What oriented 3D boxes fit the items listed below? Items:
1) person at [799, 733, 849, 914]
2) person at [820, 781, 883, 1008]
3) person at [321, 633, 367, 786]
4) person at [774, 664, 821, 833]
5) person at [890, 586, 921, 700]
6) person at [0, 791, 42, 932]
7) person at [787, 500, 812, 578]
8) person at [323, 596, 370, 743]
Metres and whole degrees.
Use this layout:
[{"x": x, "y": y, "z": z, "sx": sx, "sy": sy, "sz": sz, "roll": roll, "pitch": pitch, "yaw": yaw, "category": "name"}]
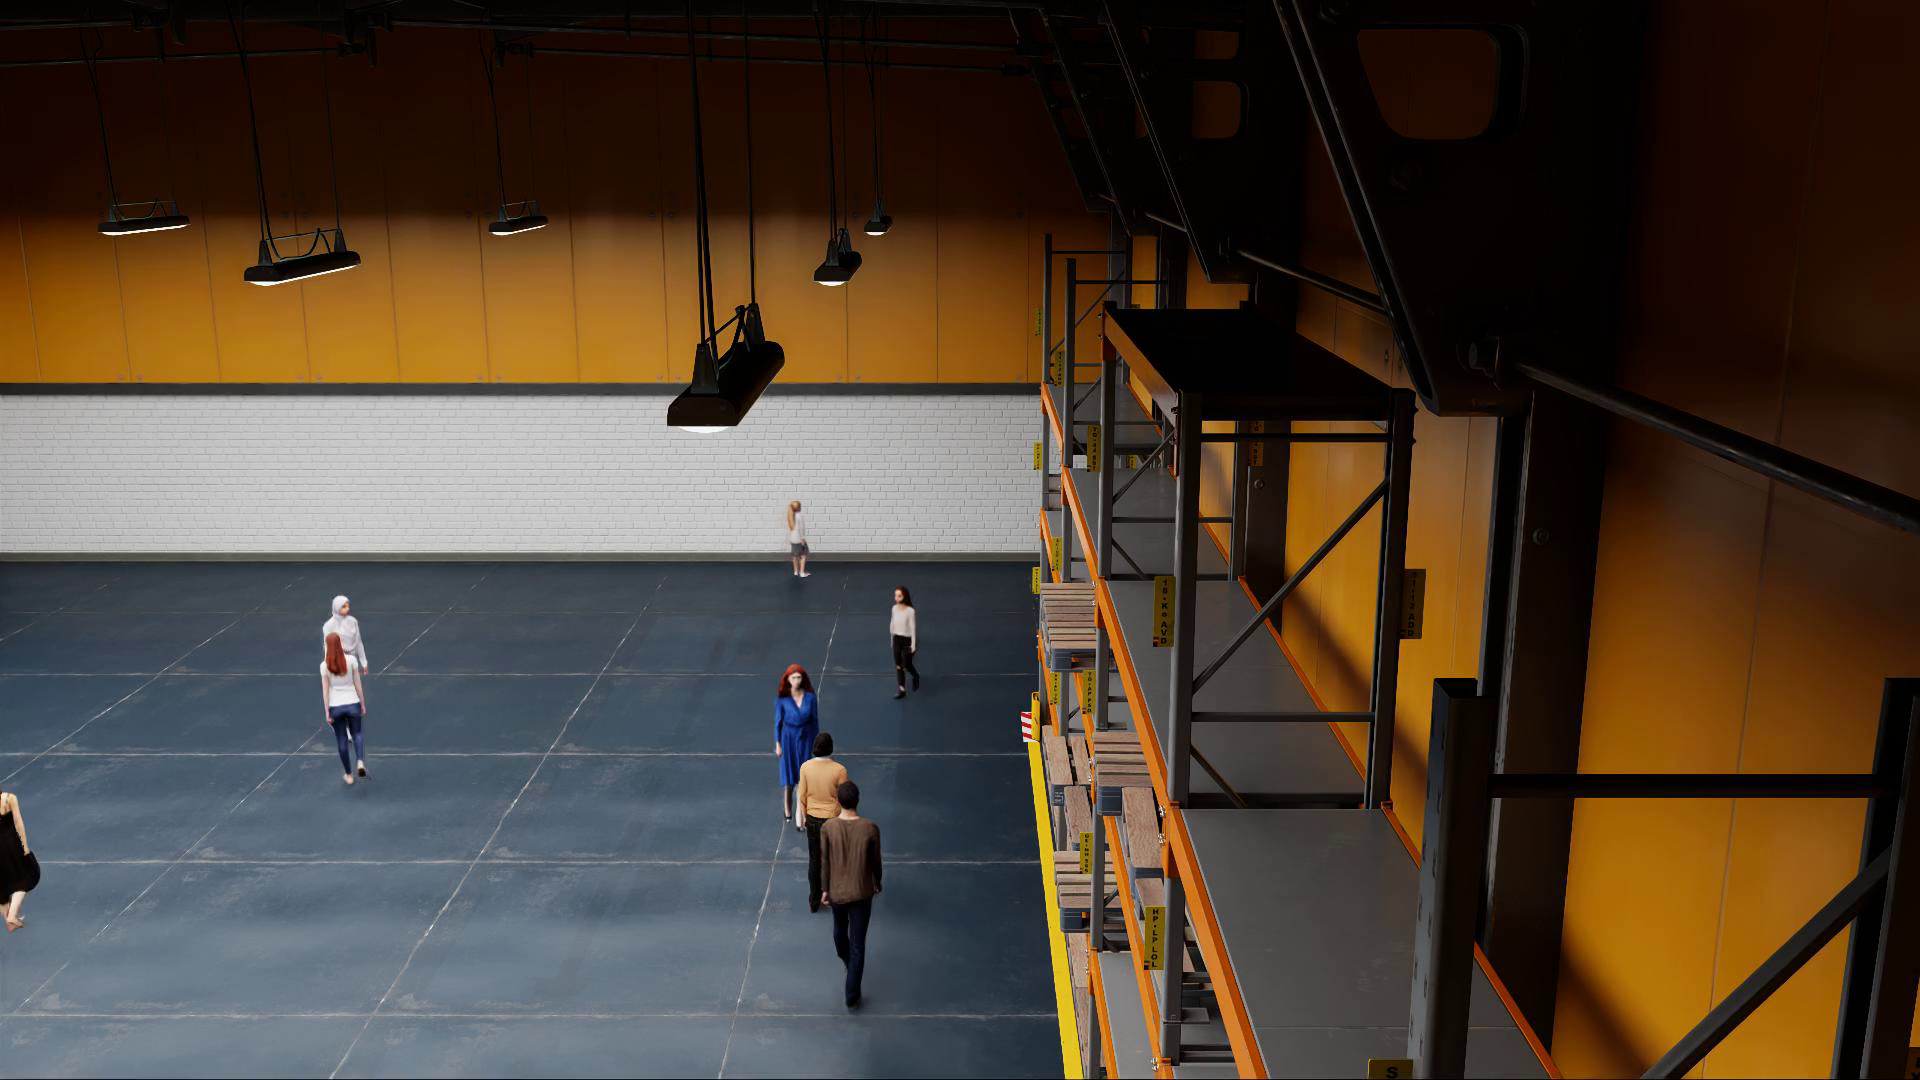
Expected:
[{"x": -1.240, "y": 2.621, "z": 15.432, "sx": 0.730, "sy": 1.754, "sz": 0.701, "roll": 5, "pitch": 14, "yaw": 18, "category": "person"}, {"x": -0.917, "y": 2.970, "z": 13.826, "sx": 0.731, "sy": 1.832, "sz": 1.153, "roll": 1, "pitch": 14, "yaw": 5, "category": "person"}, {"x": -6.821, "y": 1.913, "z": 18.468, "sx": 0.784, "sy": 1.702, "sz": 0.888, "roll": -8, "pitch": 16, "yaw": -29, "category": "person"}, {"x": -1.700, "y": 2.136, "z": 17.300, "sx": 0.722, "sy": 1.818, "sz": 0.791, "roll": -5, "pitch": 14, "yaw": -19, "category": "person"}, {"x": -0.688, "y": 1.303, "z": 21.459, "sx": 0.747, "sy": 1.479, "sz": 0.838, "roll": 8, "pitch": 16, "yaw": 31, "category": "person"}, {"x": -8.648, "y": 2.805, "z": 14.957, "sx": 0.628, "sy": 1.619, "sz": 0.721, "roll": -2, "pitch": 14, "yaw": -7, "category": "person"}, {"x": -2.697, "y": -0.021, "z": 27.366, "sx": 0.697, "sy": 1.273, "sz": 0.636, "roll": -12, "pitch": 18, "yaw": -42, "category": "person"}, {"x": -7.453, "y": 1.517, "z": 19.970, "sx": 0.872, "sy": 1.764, "sz": 0.818, "roll": 10, "pitch": 17, "yaw": 35, "category": "person"}]
